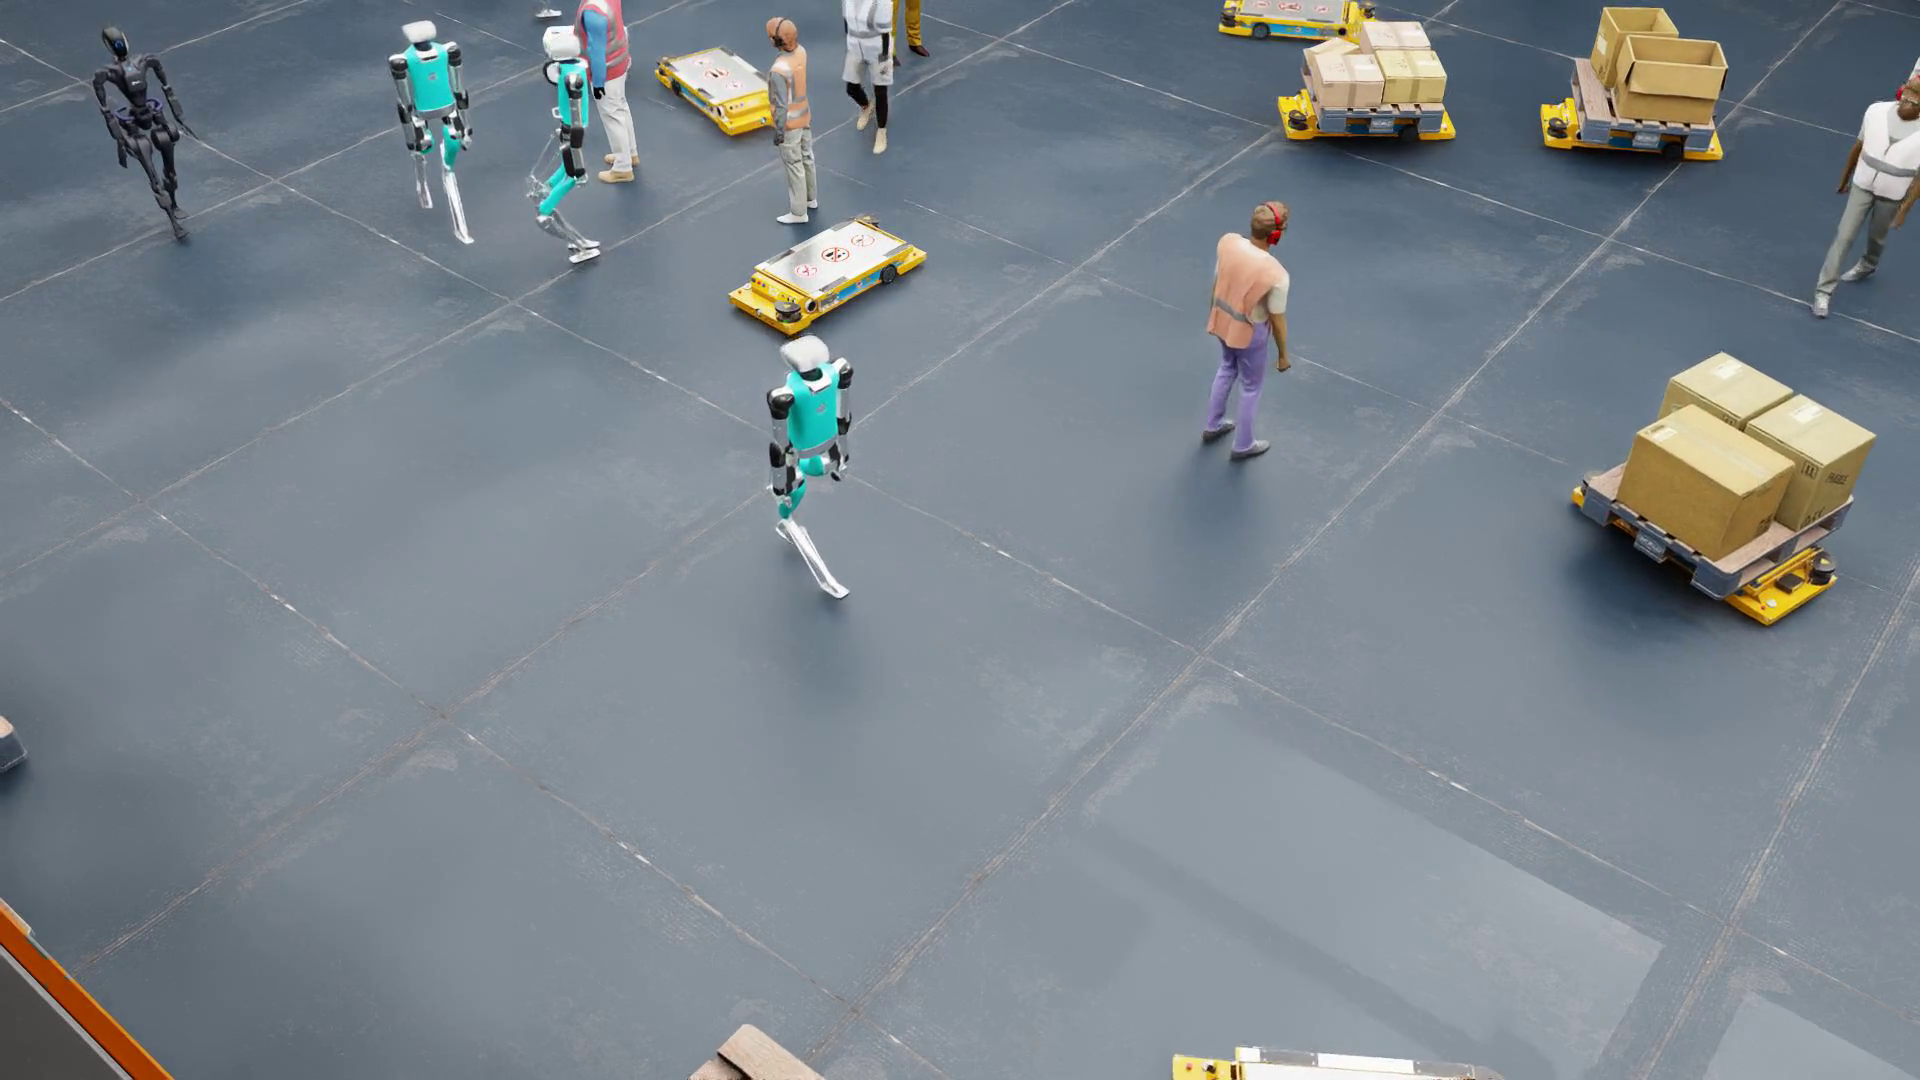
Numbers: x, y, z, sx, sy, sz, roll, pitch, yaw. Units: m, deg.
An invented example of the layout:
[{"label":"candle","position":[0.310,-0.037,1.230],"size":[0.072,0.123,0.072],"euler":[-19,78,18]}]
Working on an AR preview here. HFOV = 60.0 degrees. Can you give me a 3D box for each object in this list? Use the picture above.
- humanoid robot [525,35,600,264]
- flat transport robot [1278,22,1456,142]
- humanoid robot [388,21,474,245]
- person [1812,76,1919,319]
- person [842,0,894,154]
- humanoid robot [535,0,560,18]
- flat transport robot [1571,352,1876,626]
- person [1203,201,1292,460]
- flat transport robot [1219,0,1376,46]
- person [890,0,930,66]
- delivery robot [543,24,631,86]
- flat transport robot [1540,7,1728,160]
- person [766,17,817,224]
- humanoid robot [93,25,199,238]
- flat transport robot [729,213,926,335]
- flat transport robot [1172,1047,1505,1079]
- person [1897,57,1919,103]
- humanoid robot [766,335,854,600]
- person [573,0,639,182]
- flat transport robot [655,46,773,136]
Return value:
[{"label":"humanoid robot","position":[-2.983,-2.827,12.229],"size":[0.682,1.739,0.543],"euler":[-10,41,-11]},{"label":"flat transport robot","position":[3.525,-3.703,14.435],"size":[1.431,0.231,0.659],"euler":[0,40,0]},{"label":"humanoid robot","position":[-4.096,-3.216,12.746],"size":[0.531,1.773,0.975],"euler":[-24,46,-25]},{"label":"person","position":[6.566,-2.508,11.859],"size":[0.566,1.797,0.874],"euler":[29,48,30]},{"label":"person","position":[-0.756,-4.042,13.745],"size":[0.518,1.684,0.431],"euler":[16,43,18]},{"label":"humanoid robot","position":[-4.093,-5.716,15.703],"size":[0.721,1.835,0.561],"euler":[-17,43,-19]},{"label":"flat transport robot","position":[4.527,-0.055,10.143],"size":[0.659,0.231,1.431],"euler":[-24,46,-26]},{"label":"person","position":[1.792,-1.284,10.381],"size":[0.469,1.834,0.611],"euler":[-24,46,-26]},{"label":"flat transport robot","position":[3.243,-5.017,15.980],"size":[1.431,0.231,0.659],"euler":[9,41,10]},{"label":"person","position":[-0.491,-5.192,15.038],"size":[0.525,1.755,0.343],"euler":[-25,46,-26]},{"label":"delivery robot","position":[-3.412,-4.458,15.099],"size":[0.774,0.592,0.499],"euler":[0,40,0]},{"label":"flat transport robot","position":[5.738,-3.525,14.225],"size":[1.431,0.231,0.659],"euler":[7,41,8]},{"label":"person","position":[-1.299,-3.220,12.805],"size":[0.311,1.639,0.516],"euler":[12,42,14]},{"label":"humanoid robot","position":[-6.147,-3.117,12.676],"size":[0.600,1.635,0.720],"euler":[-33,50,-32]},{"label":"flat transport robot","position":[-0.979,-2.005,12.437],"size":[0.659,0.231,1.431],"euler":[31,49,31]},{"label":"flat transport robot","position":[1.630,2.540,7.090],"size":[1.431,0.231,0.659],"euler":[3,40,4]},{"label":"person","position":[8.311,-4.211,13.904],"size":[0.321,1.730,0.489],"euler":[-9,41,-11]},{"label":"humanoid robot","position":[-0.976,-0.491,9.551],"size":[0.539,1.760,1.006],"euler":[-29,48,-30]},{"label":"person","position":[-2.858,-3.771,13.312],"size":[0.431,1.836,0.628],"euler":[0,40,0]},{"label":"flat transport robot","position":[-2.108,-4.025,14.813],"size":[0.659,0.231,1.431],"euler":[-24,46,-26]}]
